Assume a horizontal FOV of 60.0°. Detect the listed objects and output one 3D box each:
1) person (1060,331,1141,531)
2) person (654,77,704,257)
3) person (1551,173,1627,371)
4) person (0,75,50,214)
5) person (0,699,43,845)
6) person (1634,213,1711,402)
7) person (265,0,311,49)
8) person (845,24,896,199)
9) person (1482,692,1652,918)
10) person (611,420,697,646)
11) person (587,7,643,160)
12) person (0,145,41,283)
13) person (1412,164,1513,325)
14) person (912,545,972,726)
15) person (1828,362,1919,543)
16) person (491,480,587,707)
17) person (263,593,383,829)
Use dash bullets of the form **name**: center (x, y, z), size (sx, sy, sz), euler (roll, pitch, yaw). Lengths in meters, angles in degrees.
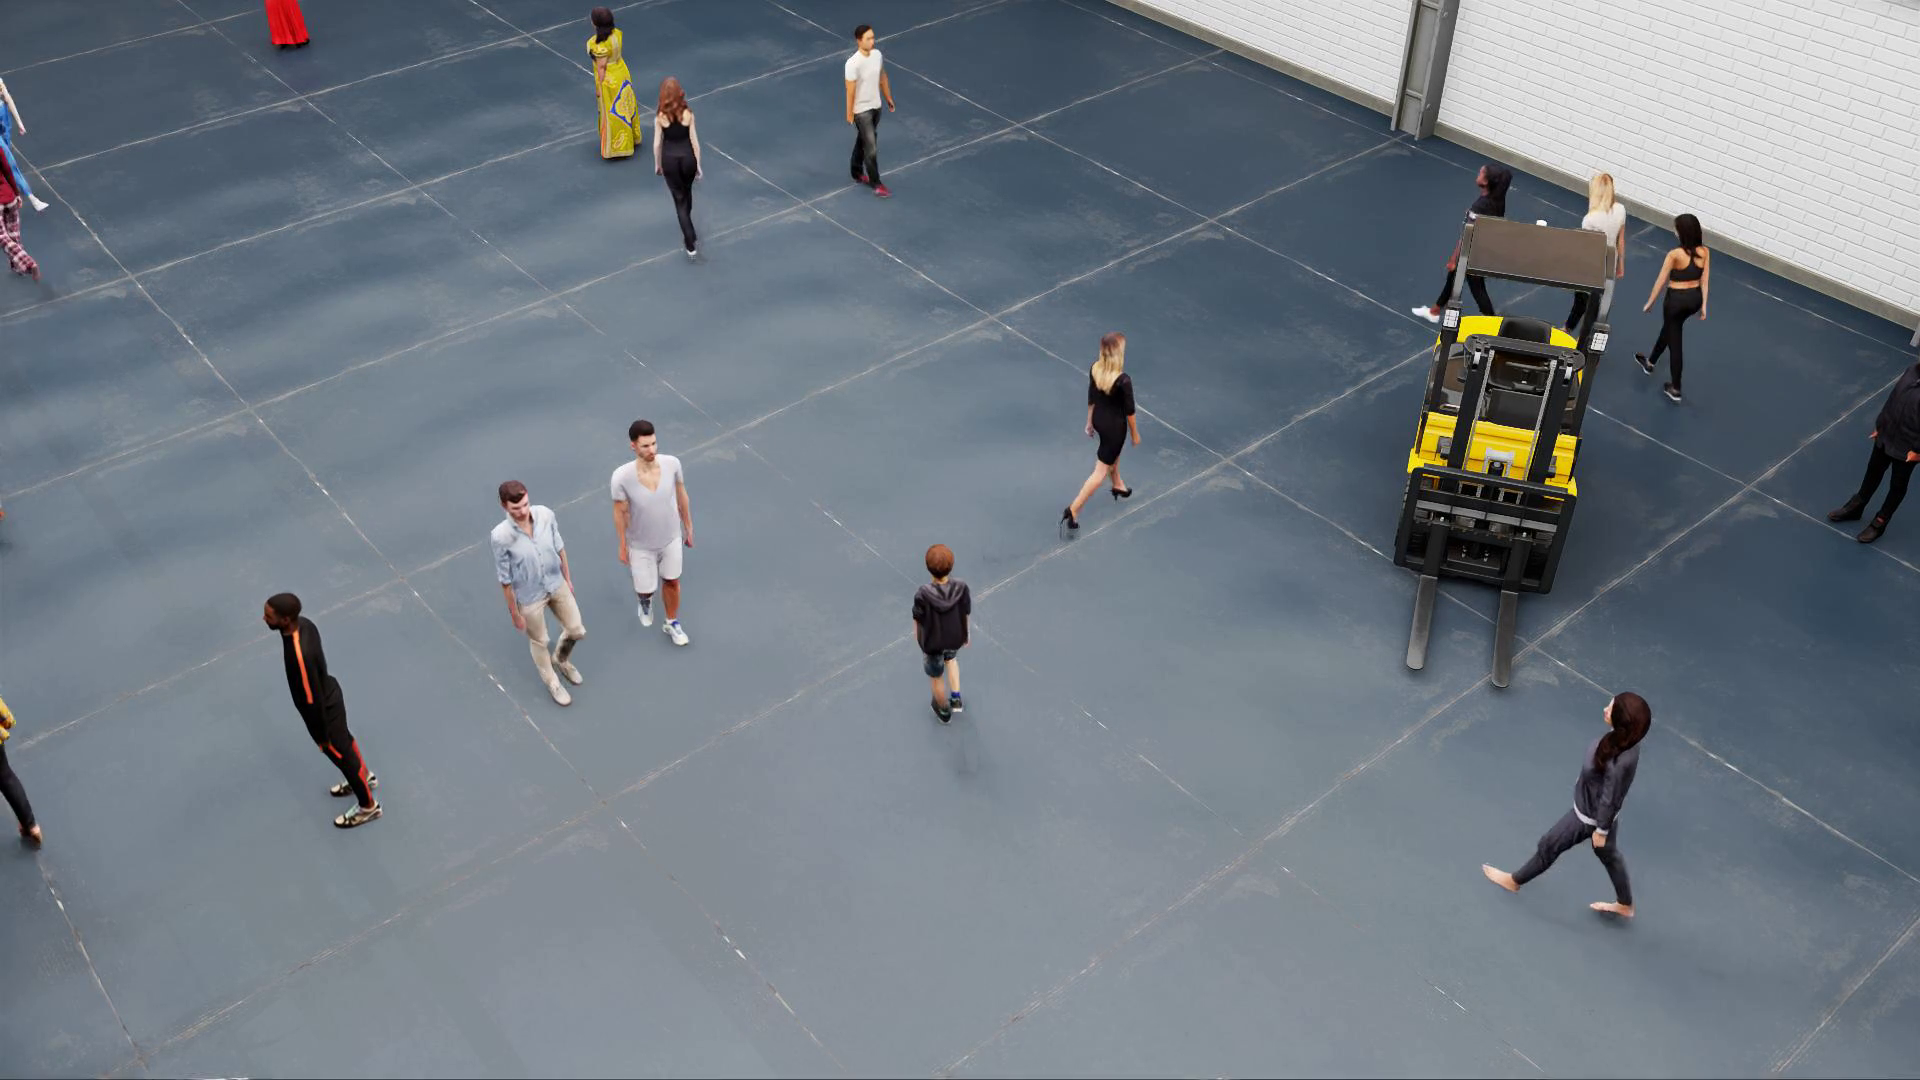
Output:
- **person**: center (1.085, -0.799, 12.734), size (0.659, 1.640, 1.007), euler (-24, 45, -27)
- **person**: center (-2.727, -3.600, 16.192), size (0.885, 1.701, 1.211), euler (-11, 40, -14)
- **person**: center (5.588, -2.273, 14.462), size (0.776, 1.786, 0.994), euler (-15, 41, -17)
- **person**: center (-9.843, -4.209, 16.937), size (1.257, 1.733, 0.795), euler (25, 45, 28)
- **person**: center (-6.045, 1.259, 10.179), size (1.101, 1.612, 0.854), euler (25, 45, 28)
- **person**: center (6.205, -1.950, 14.211), size (0.837, 1.595, 1.017), euler (-3, 39, -4)
- **person**: center (-8.348, -6.877, 20.238), size (0.732, 1.783, 0.790), euler (2, 39, 3)
- **person**: center (-1.045, -4.502, 17.266), size (0.962, 1.779, 0.802), euler (22, 44, 25)
- **person**: center (3.786, 1.589, 9.678), size (1.225, 1.721, 0.932), euler (17, 42, 20)
- **person**: center (-2.182, -0.088, 11.676), size (0.767, 1.848, 0.822), euler (-20, 43, -23)
- **person**: center (-3.751, -4.936, 17.905), size (1.018, 1.660, 1.001), euler (10, 40, 13)
- **person**: center (-9.050, -3.181, 15.684), size (0.952, 1.680, 0.756), euler (25, 45, 28)
- **person**: center (4.670, -2.492, 14.821), size (1.246, 1.681, 0.766), euler (28, 46, 31)
- **person**: center (-0.108, 0.681, 11.042), size (0.602, 1.437, 0.627), euler (-13, 40, -15)
- **person**: center (7.169, -0.804, 12.627), size (0.763, 1.780, 0.657), euler (-13, 40, -15)
- **person**: center (-2.875, 0.303, 11.193), size (0.663, 1.841, 0.604), euler (-30, 47, -32)
- **person**: center (-3.943, 1.024, 10.319), size (0.743, 1.804, 0.596), euler (-14, 41, -17)
